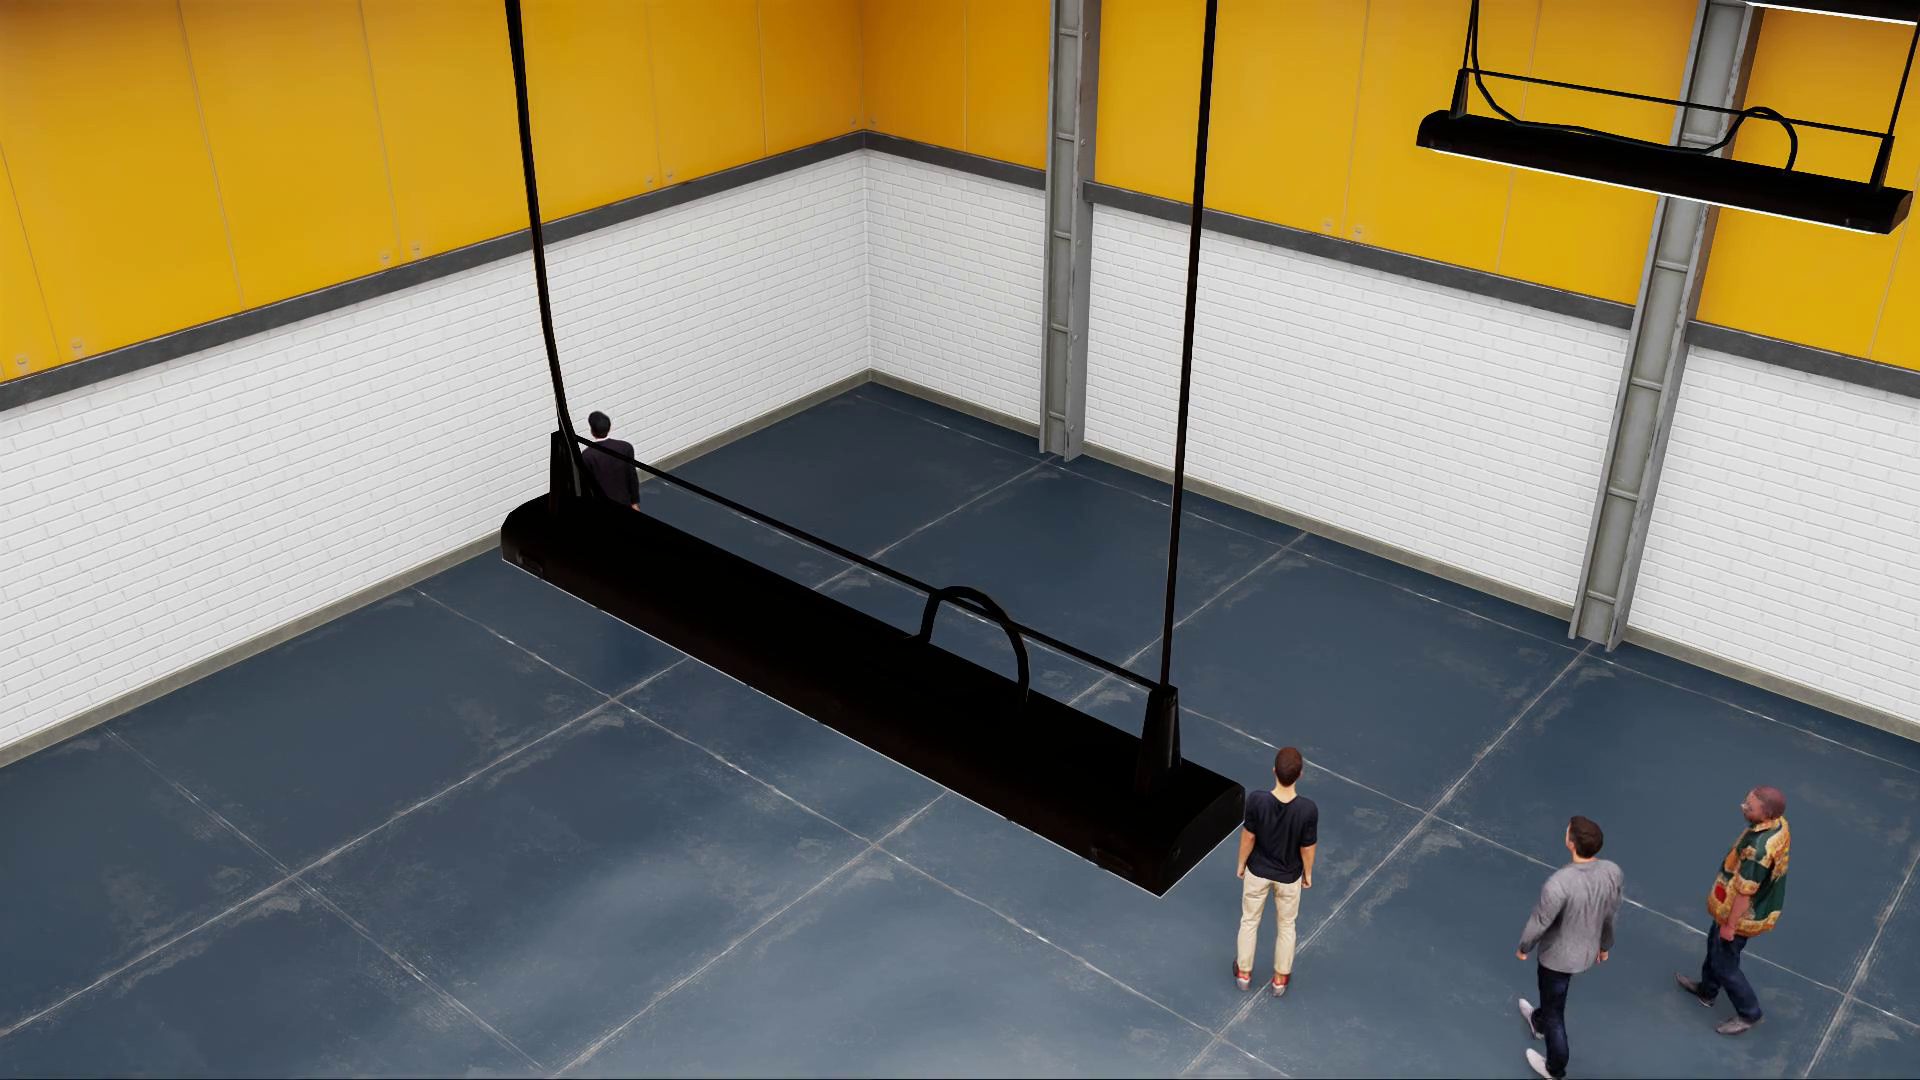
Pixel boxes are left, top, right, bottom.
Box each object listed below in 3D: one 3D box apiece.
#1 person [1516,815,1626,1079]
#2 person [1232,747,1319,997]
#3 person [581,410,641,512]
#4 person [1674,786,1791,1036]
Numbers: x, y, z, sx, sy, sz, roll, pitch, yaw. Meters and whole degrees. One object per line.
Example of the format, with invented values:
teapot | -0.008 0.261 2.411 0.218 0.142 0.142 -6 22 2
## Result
person | 3.702 2.527 9.988 0.956 1.846 1.057 -11 30 -19
person | 2.022 2.138 10.693 0.647 1.854 0.768 5 29 9
person | -3.178 -0.311 15.153 0.755 1.882 0.665 -17 33 -29
person | 4.930 2.300 10.454 0.839 1.798 0.775 23 36 35
